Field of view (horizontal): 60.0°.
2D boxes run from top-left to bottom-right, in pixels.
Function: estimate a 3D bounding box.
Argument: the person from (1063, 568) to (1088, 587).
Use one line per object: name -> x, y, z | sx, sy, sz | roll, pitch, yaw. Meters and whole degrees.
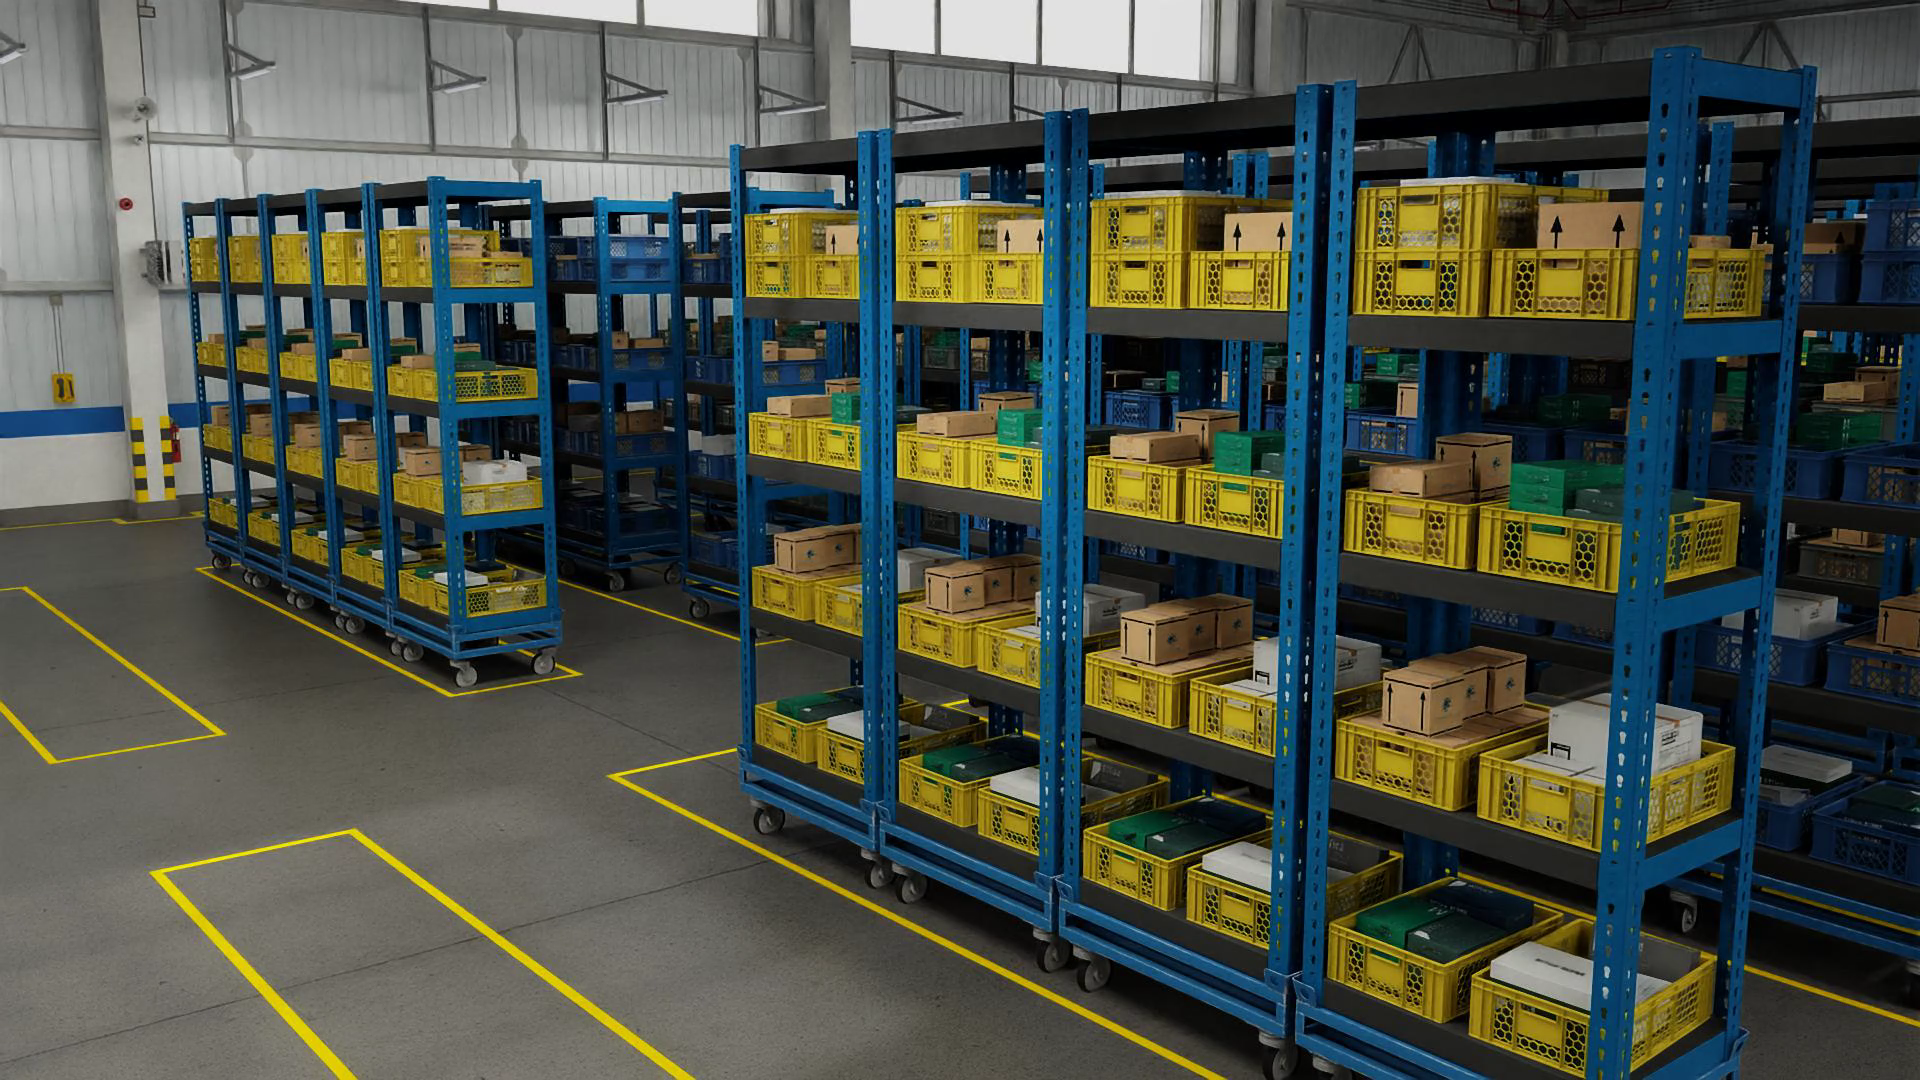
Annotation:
person -> 0.944, -0.171, 13.804 | 0.425, 1.832, 0.595 | -9, 13, -42
